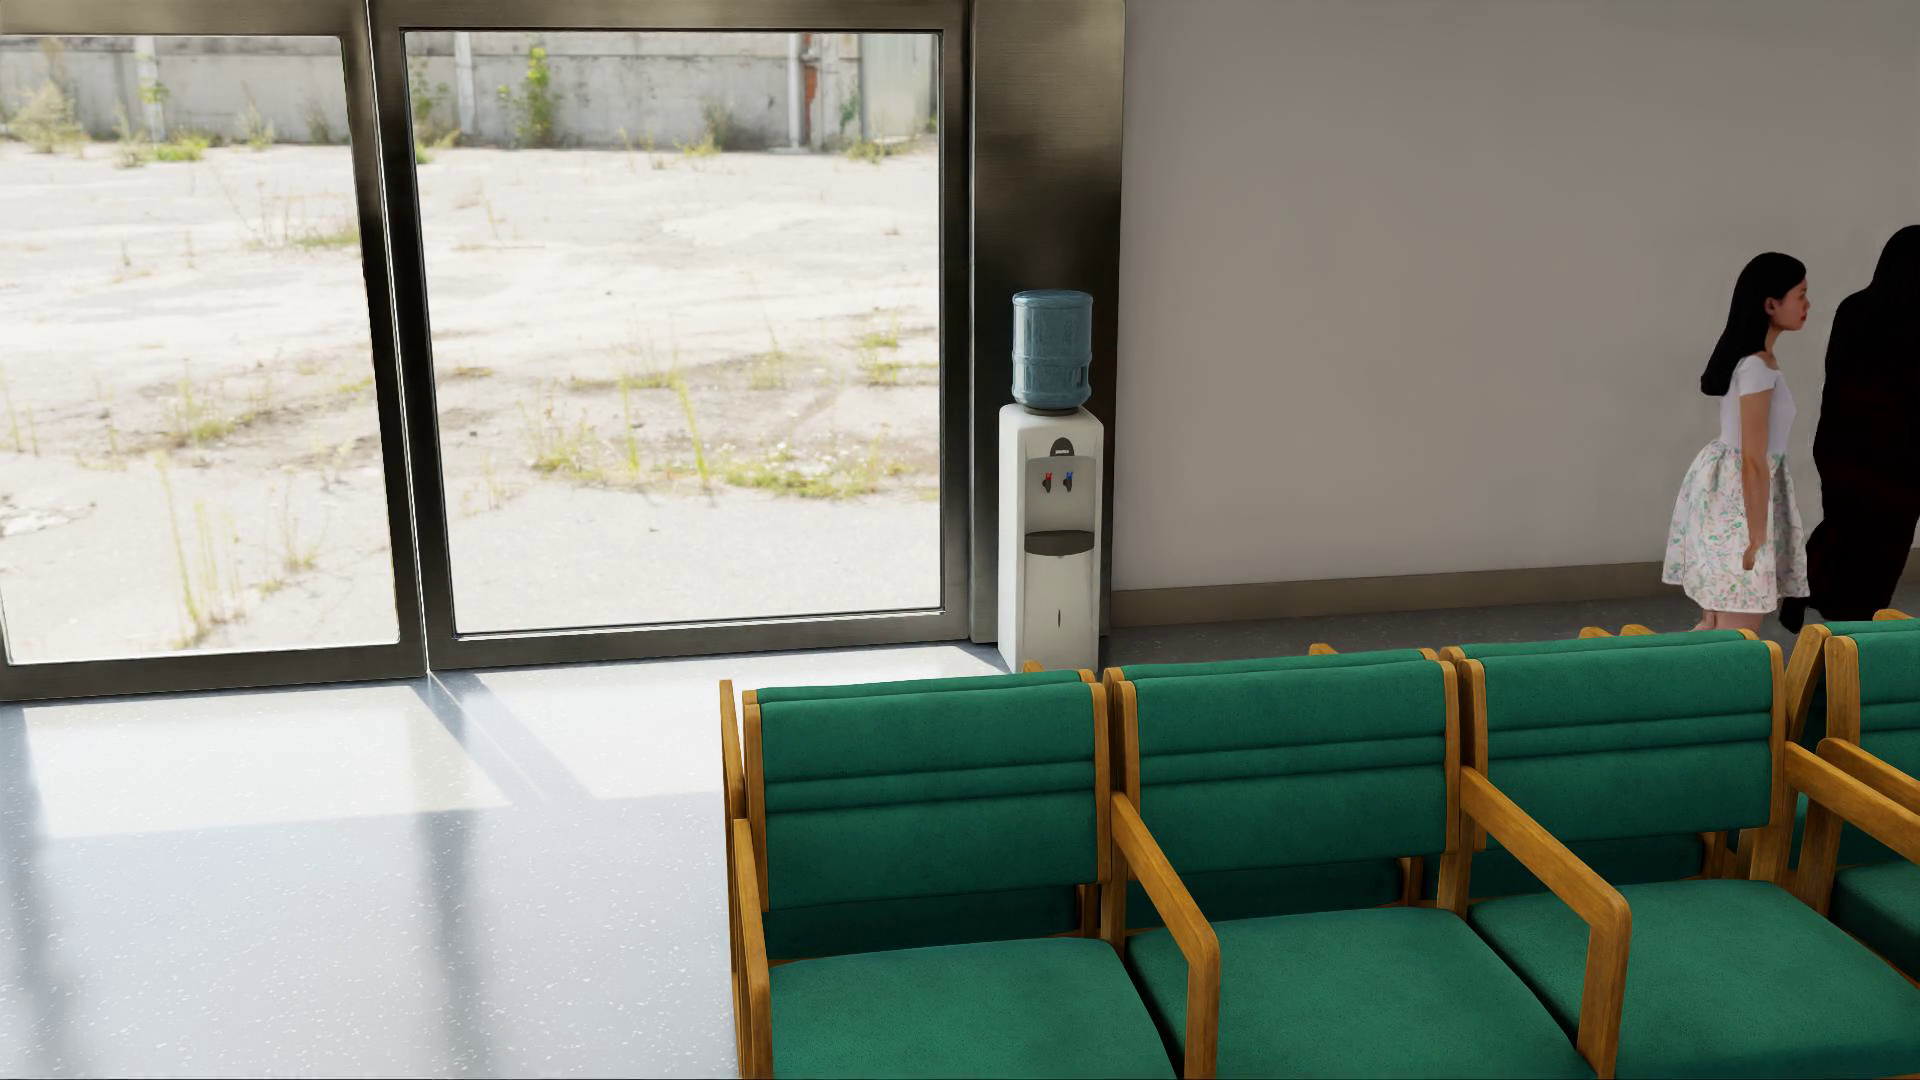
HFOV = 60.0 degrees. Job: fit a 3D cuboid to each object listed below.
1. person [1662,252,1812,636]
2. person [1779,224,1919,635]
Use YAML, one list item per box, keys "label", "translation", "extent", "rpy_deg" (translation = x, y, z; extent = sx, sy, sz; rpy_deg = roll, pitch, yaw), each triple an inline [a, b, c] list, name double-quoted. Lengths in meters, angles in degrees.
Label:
- label: "person"
  translation: [2.476, -0.038, 5.376]
  extent: [0.822, 1.770, 0.729]
  rpy_deg: [5, 17, 17]
- label: "person"
  translation: [3.514, -0.339, 6.489]
  extent: [0.849, 1.746, 0.786]
  rpy_deg: [-8, 18, -26]
